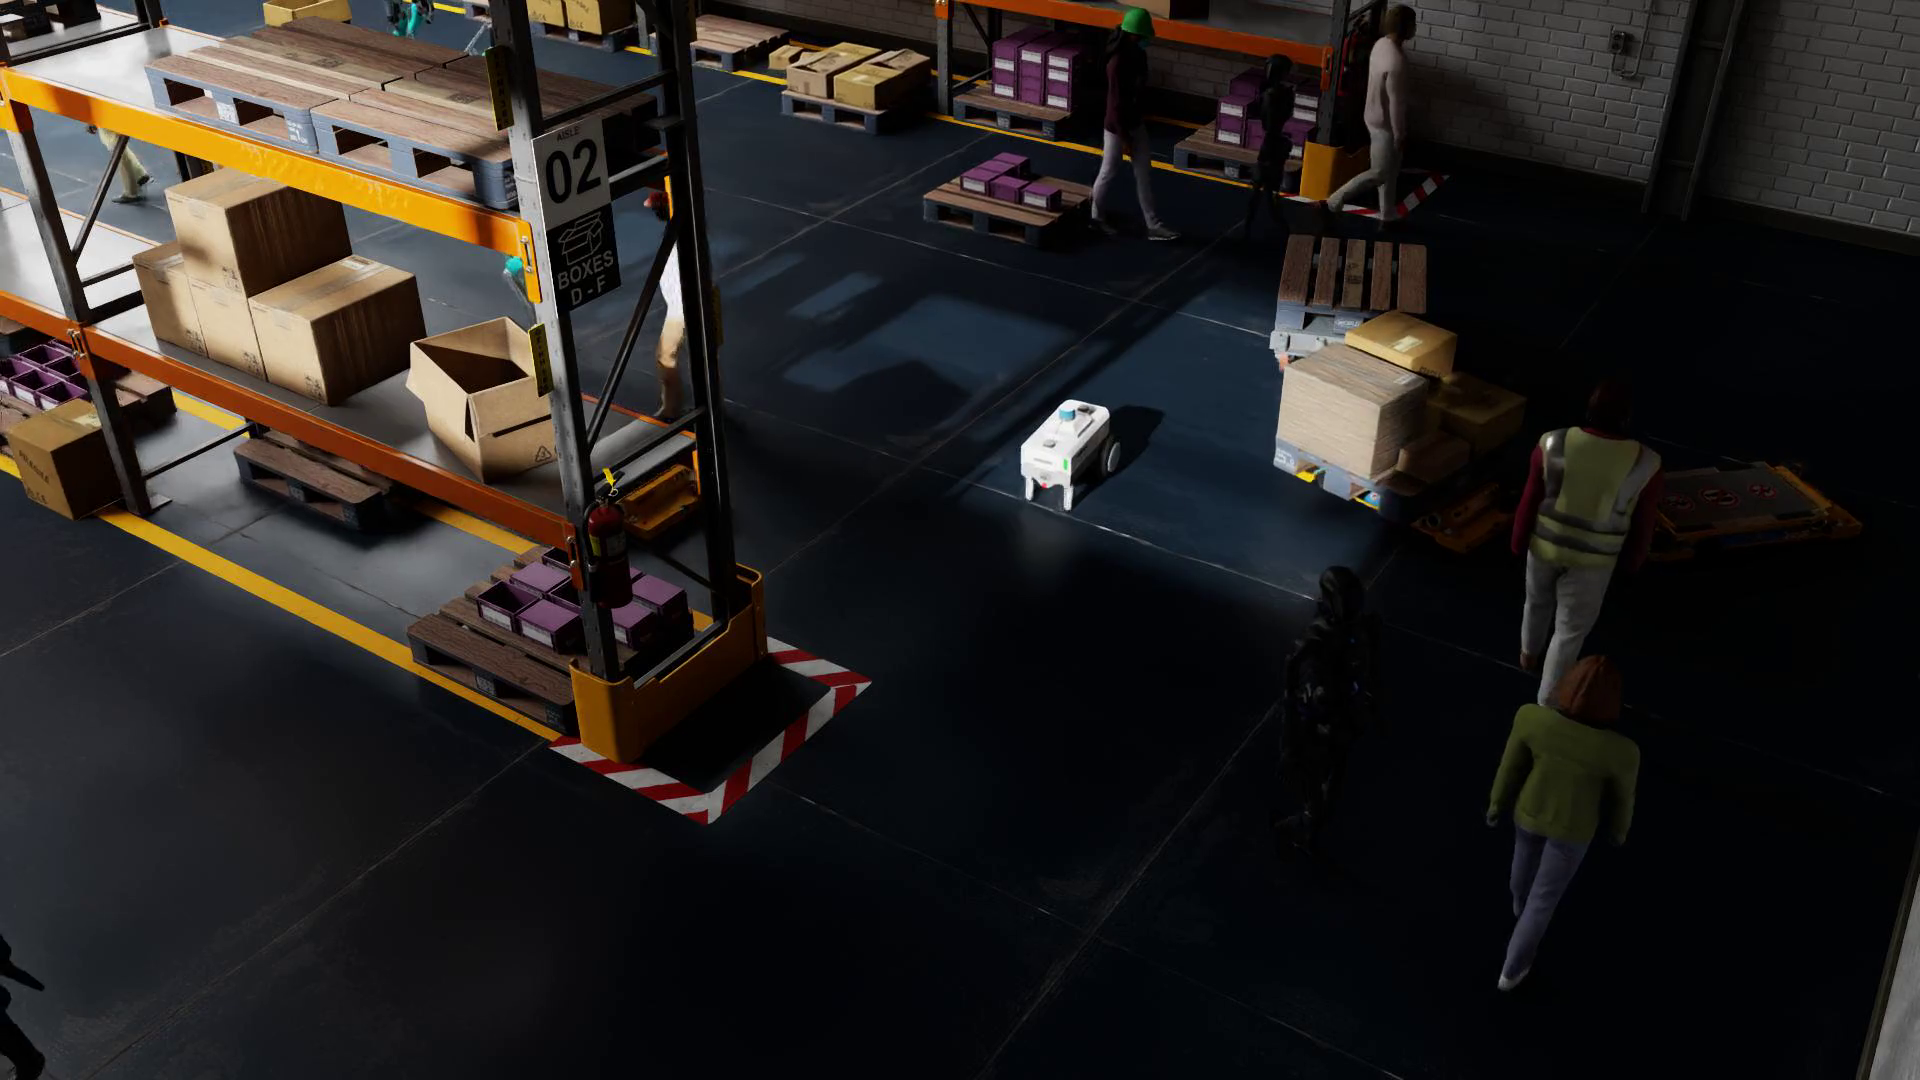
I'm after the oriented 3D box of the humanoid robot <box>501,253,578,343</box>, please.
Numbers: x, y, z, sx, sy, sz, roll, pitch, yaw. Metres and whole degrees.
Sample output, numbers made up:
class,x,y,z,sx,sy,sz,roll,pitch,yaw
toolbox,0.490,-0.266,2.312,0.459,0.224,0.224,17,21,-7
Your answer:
class,x,y,z,sx,sy,sz,roll,pitch,yaw
humanoid robot,-3.052,-2.167,11.890,0.809,1.808,0.542,25,41,33

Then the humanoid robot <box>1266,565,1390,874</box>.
class,x,y,z,sx,sy,sz,roll,pitch,yaw
humanoid robot,1.622,0.803,7.346,0.590,1.652,0.380,-19,38,-27

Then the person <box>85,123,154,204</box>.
class,x,y,z,sx,sy,sz,roll,pitch,yaw
person,-7.335,-3.717,14.231,0.389,1.738,0.589,0,33,0

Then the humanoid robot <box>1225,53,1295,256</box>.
class,x,y,z,sx,sy,sz,roll,pitch,yaw
humanoid robot,2.537,-3.054,13.328,0.710,1.652,0.595,12,35,18

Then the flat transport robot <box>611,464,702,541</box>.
class,x,y,z,sx,sy,sz,roll,pitch,yaw
flat transport robot,-2.280,-0.421,10.520,1.431,0.231,0.659,20,38,28

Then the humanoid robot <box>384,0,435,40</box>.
class,x,y,z,sx,sy,sz,roll,pitch,yaw
humanoid robot,-5.632,-5.309,16.782,0.768,1.874,0.551,28,42,36

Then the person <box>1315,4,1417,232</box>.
class,x,y,z,sx,sy,sz,roll,pitch,yaw
person,3.423,-3.407,13.600,0.839,1.916,0.632,2,33,3

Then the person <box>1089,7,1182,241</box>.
class,x,y,z,sx,sy,sz,roll,pitch,yaw
person,1.423,-3.337,13.497,0.855,1.912,0.511,26,41,34

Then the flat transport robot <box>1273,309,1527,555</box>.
class,x,y,z,sx,sy,sz,roll,pitch,yaw
flat transport robot,2.755,-0.379,10.455,0.659,0.231,1.431,-27,41,-34

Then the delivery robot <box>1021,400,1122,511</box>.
class,x,y,z,sx,sy,sz,roll,pitch,yaw
delivery robot,0.672,-0.593,10.501,0.499,0.571,0.753,16,36,23

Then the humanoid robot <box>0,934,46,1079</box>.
class,x,y,z,sx,sy,sz,roll,pitch,yaw
humanoid robot,-3.629,1.705,5.966,0.440,1.638,0.599,1,33,1

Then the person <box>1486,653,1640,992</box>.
class,x,y,z,sx,sy,sz,roll,pitch,yaw
person,2.519,1.114,6.927,0.532,1.598,0.774,22,39,30

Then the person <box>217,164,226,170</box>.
class,x,y,z,sx,sy,sz,roll,pitch,yaw
person,-5.231,-2.557,12.357,0.509,1.846,0.340,14,36,20

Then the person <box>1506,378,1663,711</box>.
class,x,y,z,sx,sy,sz,roll,pitch,yaw
person,3.124,0.059,8.408,0.645,1.782,0.815,16,36,23

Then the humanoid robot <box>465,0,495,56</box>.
class,x,y,z,sx,sy,sz,roll,pitch,yaw
humanoid robot,-4.572,-4.800,15.919,0.860,1.794,0.595,-4,33,-7

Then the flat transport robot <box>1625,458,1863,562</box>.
class,x,y,z,sx,sy,sz,roll,pitch,yaw
flat transport robot,4.679,-0.182,10.153,1.431,0.231,0.659,-7,34,-10

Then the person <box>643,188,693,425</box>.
class,x,y,z,sx,sy,sz,roll,pitch,yaw
person,-1.916,-1.569,10.938,0.613,1.730,0.582,1,33,1
